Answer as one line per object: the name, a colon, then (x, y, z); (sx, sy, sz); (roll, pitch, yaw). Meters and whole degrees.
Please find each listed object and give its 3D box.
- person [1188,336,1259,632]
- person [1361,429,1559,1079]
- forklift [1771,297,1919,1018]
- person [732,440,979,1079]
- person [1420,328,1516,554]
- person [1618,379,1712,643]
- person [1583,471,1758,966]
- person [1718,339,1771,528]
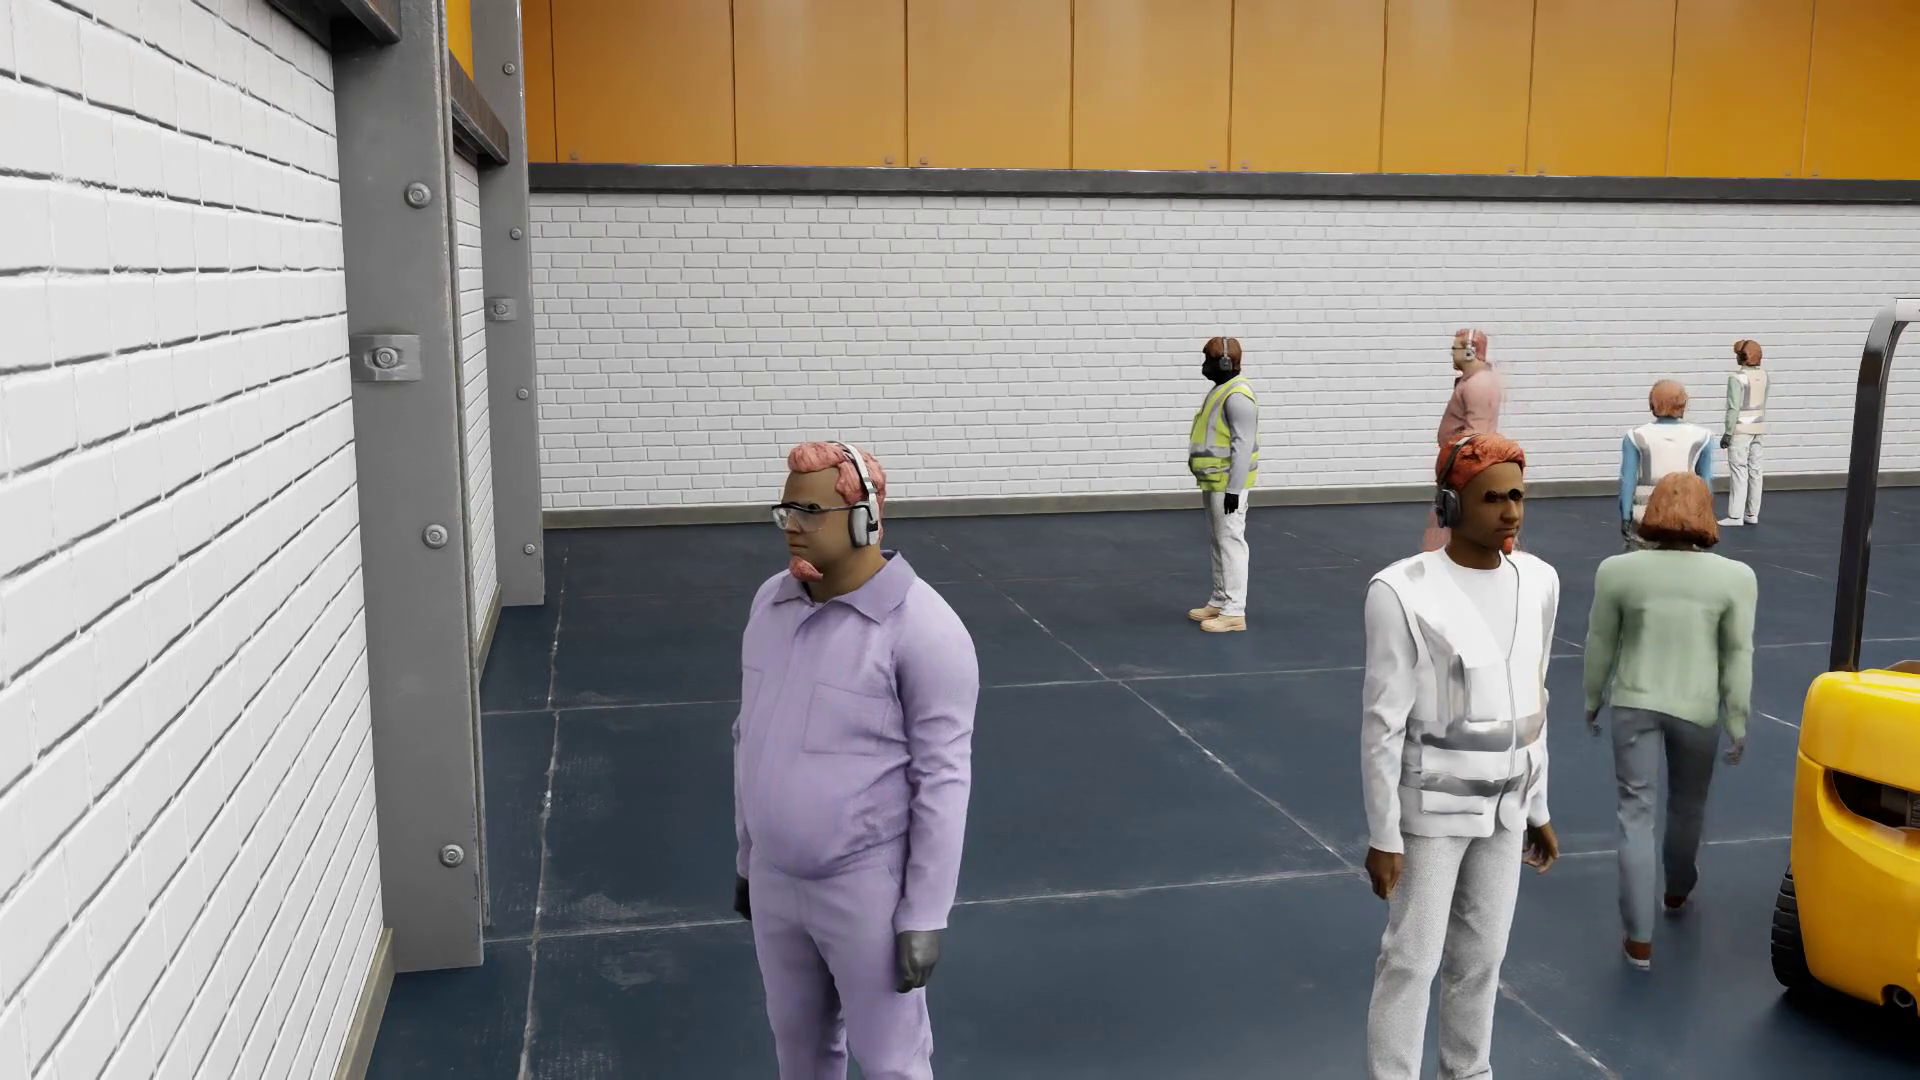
person: (1.641, -0.351, 10.422); (0.429, 1.841, 0.633); (-1, 9, -3)
person: (1.222, 0.673, 4.052); (0.582, 1.882, 0.351); (-5, 11, -28)
forklift: (3.542, 0.334, 5.177); (2.313, 2.155, 1.214); (-9, 13, -43)
person: (-0.274, 0.734, 3.610); (0.642, 1.909, 0.410); (8, 12, 39)
person: (3.502, -0.526, 11.443); (0.963, 1.863, 0.658); (4, 10, 24)
person: (4.111, -0.126, 9.747); (0.528, 1.618, 0.655); (2, 10, 13)
person: (2.362, 0.564, 5.577); (0.517, 1.589, 0.791); (4, 10, 24)
person: (6.854, -0.926, 14.538); (0.512, 1.642, 0.312); (-6, 11, -31)
